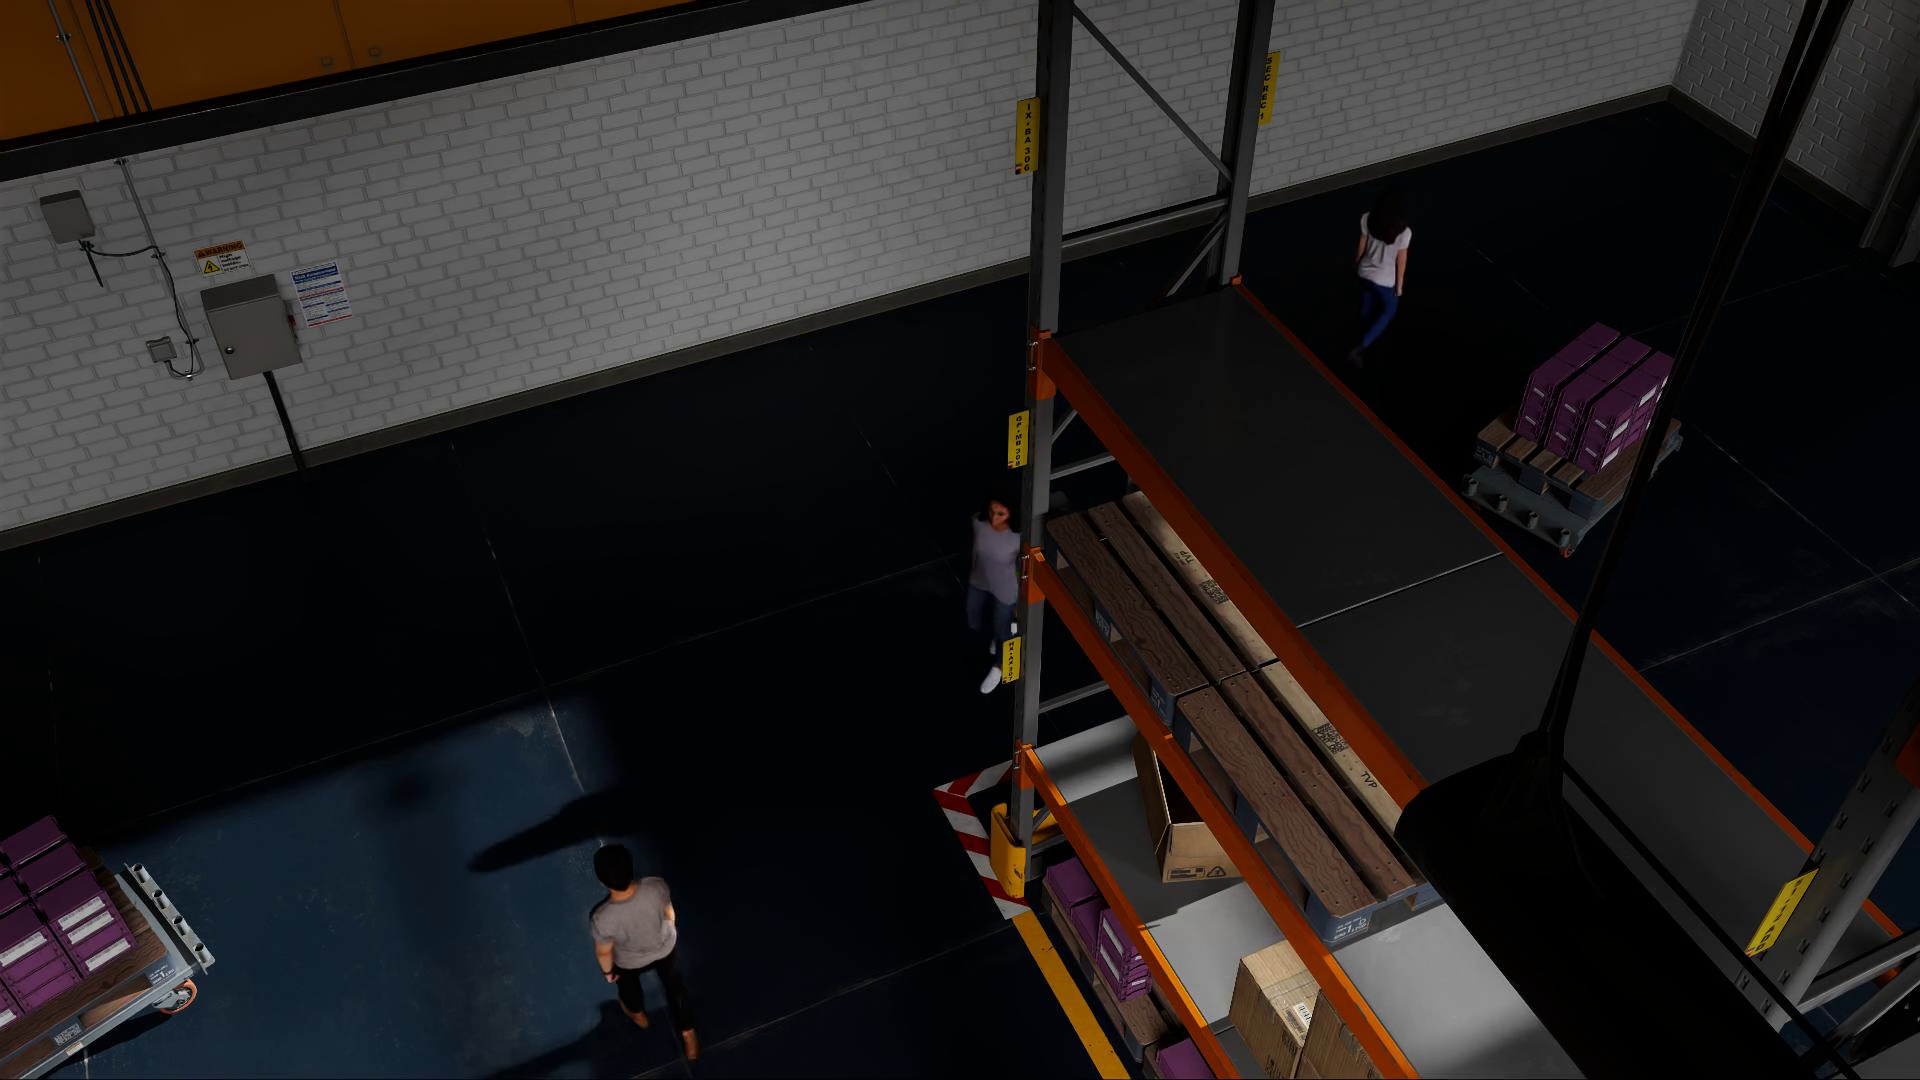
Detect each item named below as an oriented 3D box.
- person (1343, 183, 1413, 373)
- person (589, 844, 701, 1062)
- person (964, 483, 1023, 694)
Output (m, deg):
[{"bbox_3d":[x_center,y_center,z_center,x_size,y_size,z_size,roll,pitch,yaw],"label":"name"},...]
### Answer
[{"bbox_3d":[3.249,-2.012,13.100,0.818,1.676,0.830,-33,53,-30],"label":"person"},{"bbox_3d":[-1.633,2.166,8.697,0.637,1.702,0.931,-22,48,-21],"label":"person"},{"bbox_3d":[0.298,0.245,10.698,0.803,1.722,0.852,27,50,26],"label":"person"}]
